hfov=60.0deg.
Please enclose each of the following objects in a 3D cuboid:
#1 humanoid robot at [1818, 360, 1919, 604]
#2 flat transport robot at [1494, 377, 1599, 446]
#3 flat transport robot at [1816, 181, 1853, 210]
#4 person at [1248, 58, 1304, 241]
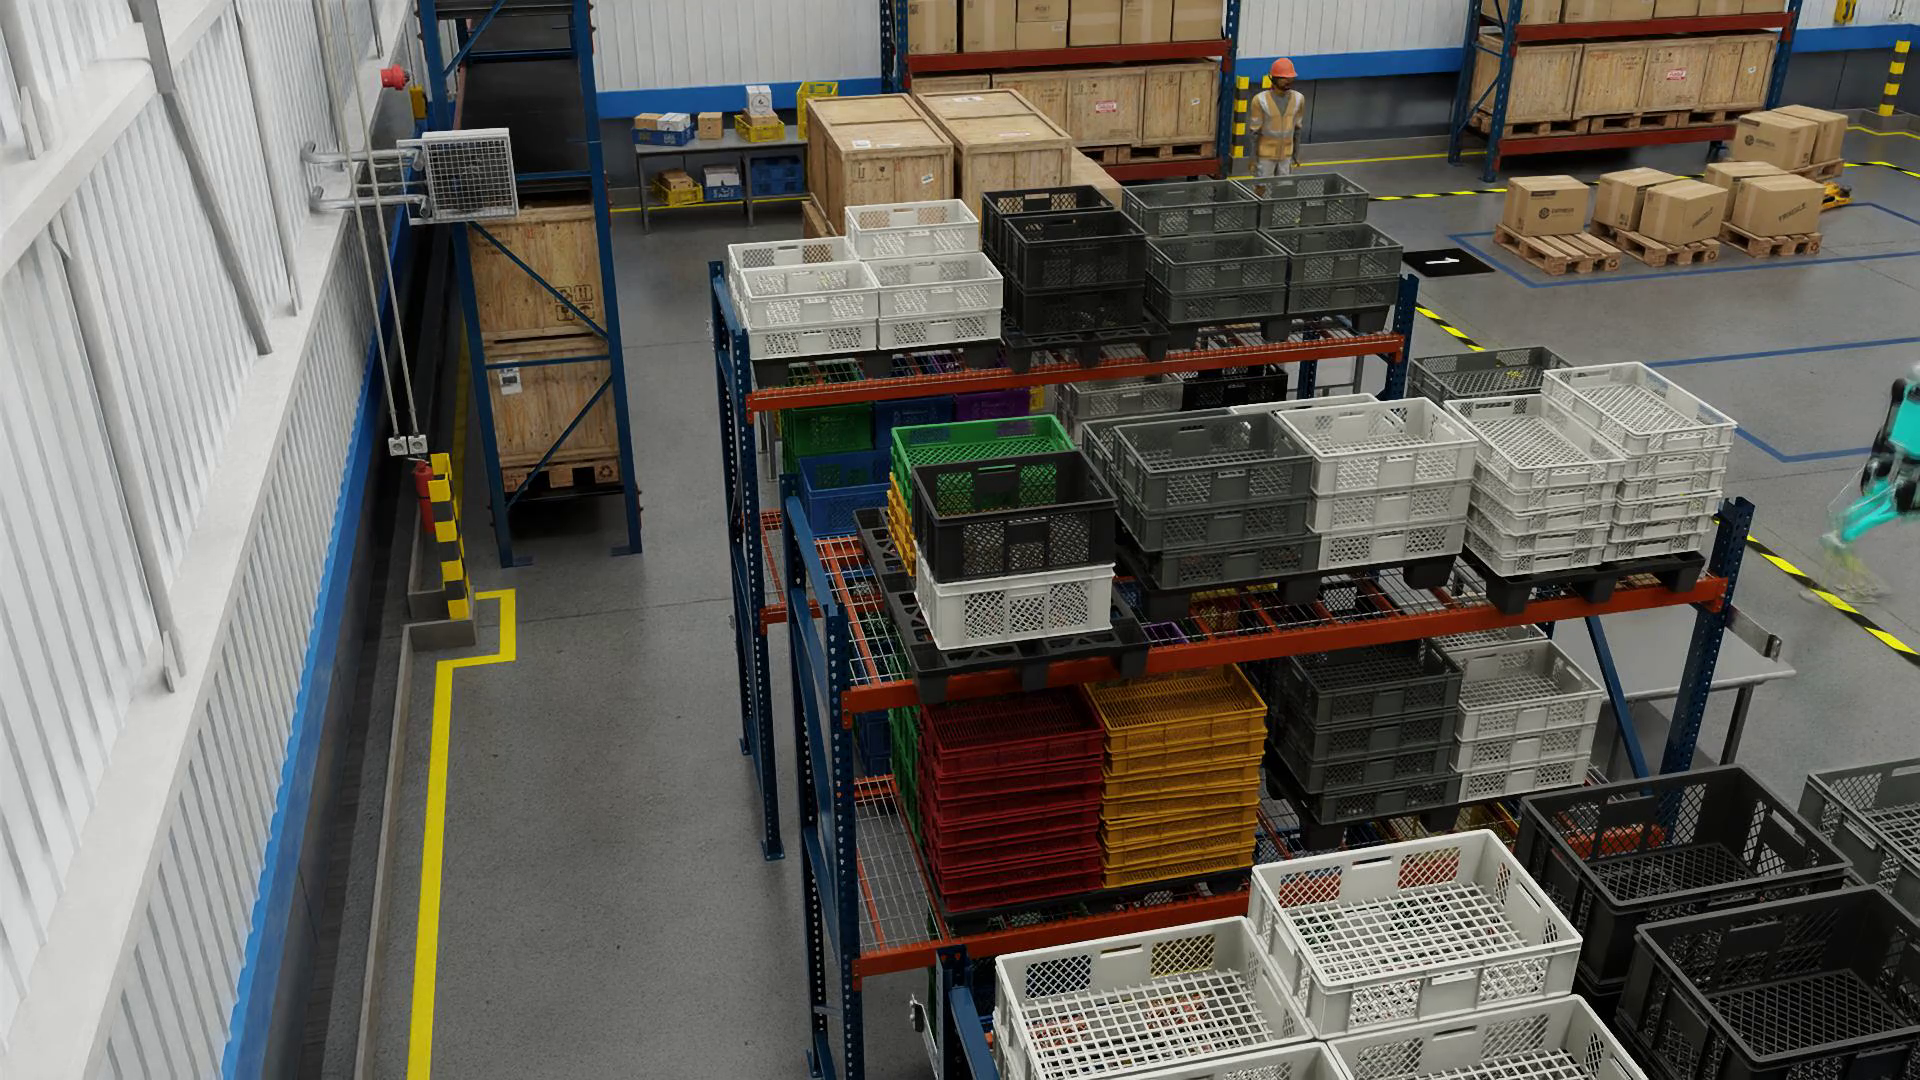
[{"bbox_3d":[6.068,-0.379,11.053,0.734,1.679,0.533,-6,28,-12],"label":"humanoid robot"},{"bbox_3d":[4.780,-1.036,14.013,0.659,0.231,1.431,-6,28,-12],"label":"flat transport robot"},{"bbox_3d":[9.998,-4.314,20.201,0.652,0.197,1.431,-17,32,-29],"label":"flat transport robot"},{"bbox_3d":[3.436,-4.218,18.142,0.613,2.047,0.356,-7,29,-12],"label":"person"}]
